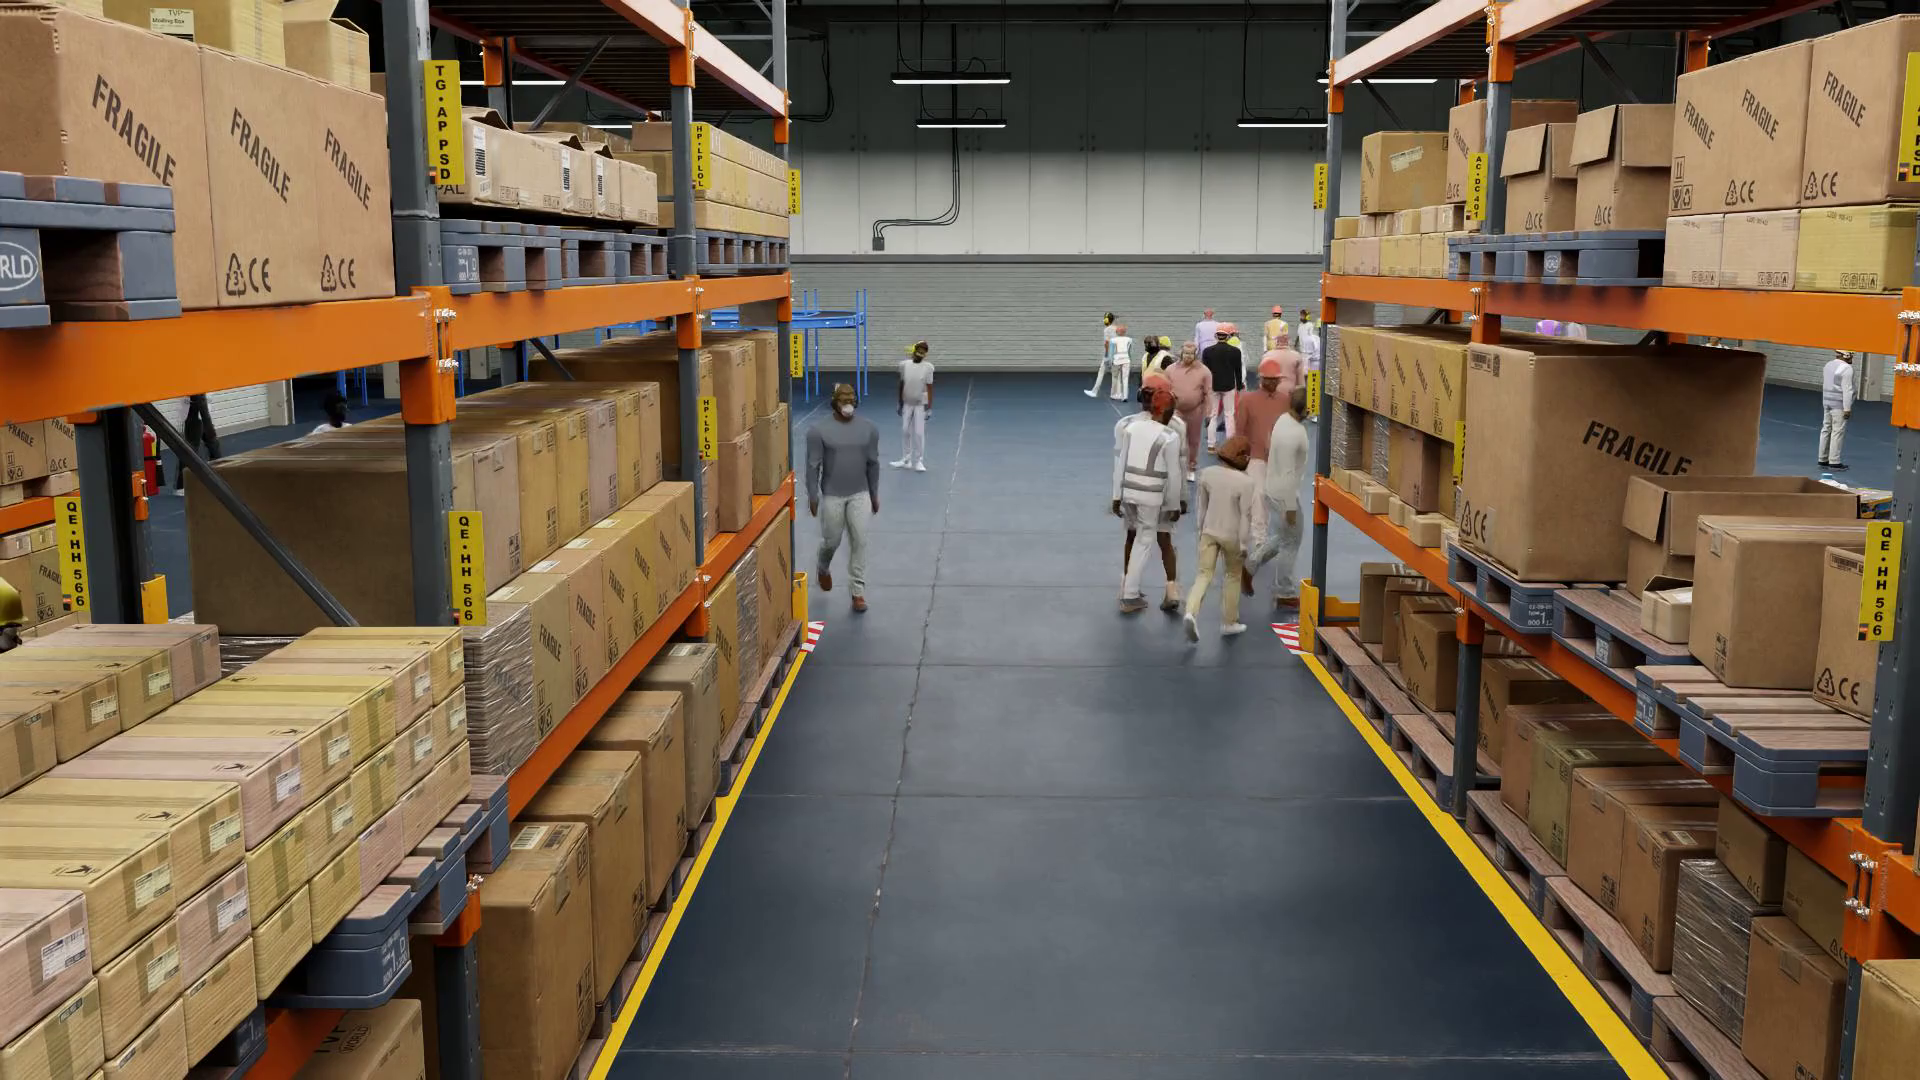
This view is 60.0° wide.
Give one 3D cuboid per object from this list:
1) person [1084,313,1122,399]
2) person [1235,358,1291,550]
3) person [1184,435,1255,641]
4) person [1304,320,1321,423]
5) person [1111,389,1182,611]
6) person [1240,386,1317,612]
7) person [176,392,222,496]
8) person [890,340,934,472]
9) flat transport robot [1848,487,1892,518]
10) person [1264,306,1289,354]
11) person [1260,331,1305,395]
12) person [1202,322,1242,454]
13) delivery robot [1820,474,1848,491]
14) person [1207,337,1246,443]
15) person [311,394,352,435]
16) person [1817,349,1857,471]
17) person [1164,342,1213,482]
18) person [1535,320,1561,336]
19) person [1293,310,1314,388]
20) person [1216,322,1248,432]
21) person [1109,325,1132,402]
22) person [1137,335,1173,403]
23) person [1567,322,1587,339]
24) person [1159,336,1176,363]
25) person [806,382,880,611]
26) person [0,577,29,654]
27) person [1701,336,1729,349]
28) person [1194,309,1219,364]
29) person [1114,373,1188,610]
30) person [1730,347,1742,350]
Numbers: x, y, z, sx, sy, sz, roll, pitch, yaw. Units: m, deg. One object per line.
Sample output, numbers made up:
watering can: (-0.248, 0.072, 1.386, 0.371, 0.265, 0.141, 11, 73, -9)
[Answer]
person: (3.108, -3.939, 35.585, 0.872, 1.830, 0.563, 7, 12, 37)
person: (3.060, -0.811, 16.437, 0.637, 1.949, 0.953, -1, 10, -6)
person: (1.991, -0.015, 12.769, 0.533, 1.587, 0.762, 7, 12, 38)
person: (6.553, -3.031, 29.890, 0.622, 1.900, 0.749, -5, 11, -26)
person: (1.582, -0.337, 13.904, 0.567, 1.856, 0.611, -8, 12, -38)
person: (2.644, -0.346, 13.824, 0.618, 1.904, 0.684, 2, 10, 9)
person: (-9.413, -1.484, 20.750, 0.870, 1.871, 0.606, -2, 10, -14)
person: (-0.680, -1.877, 23.236, 0.687, 1.829, 0.433, 4, 10, 23)
flat transport robot: (10.518, -0.442, 19.411, 1.431, 0.197, 0.652, -8, 12, -38)
person: (7.293, -4.401, 38.103, 0.574, 1.897, 0.886, 6, 11, 31)
person: (4.850, -2.211, 25.119, 0.682, 1.872, 0.782, 4, 10, 24)
person: (3.981, -2.307, 25.302, 0.621, 1.992, 0.397, 2, 10, 14)
delivery robot: (9.694, -0.499, 18.623, 0.477, 0.478, 0.707, 7, 12, 37)
person: (4.329, -2.400, 26.710, 0.556, 1.722, 0.948, -5, 11, -28)
person: (-5.911, -0.573, 15.932, 0.860, 1.644, 0.551, 5, 11, 27)
person: (12.342, -1.897, 23.366, 0.403, 1.824, 0.596, 0, 9, -3)
person: (2.967, -1.650, 21.785, 0.667, 1.847, 0.992, 2, 10, 10)
person: (13.310, -4.352, 37.707, 0.552, 1.942, 0.342, 3, 10, 16)
person: (7.663, -4.259, 37.471, 0.844, 1.832, 0.536, -3, 10, -16)
person: (4.867, -2.800, 28.610, 0.954, 1.889, 0.579, 4, 10, 20)
person: (3.372, -3.706, 34.905, 0.494, 1.587, 0.900, -1, 9, -4)
person: (3.043, -2.300, 25.909, 0.983, 1.785, 0.635, -6, 11, -31)
person: (14.097, -4.296, 37.851, 0.648, 1.784, 0.957, -8, 12, -40)
person: (3.193, -2.394, 26.636, 0.534, 1.738, 0.848, 8, 12, 38)
person: (-1.004, -0.392, 14.097, 0.635, 1.921, 0.738, -3, 10, -18)
person: (-3.328, 1.029, 5.820, 0.587, 1.828, 0.404, 0, 9, 2)
person: (12.461, -2.617, 27.604, 0.507, 1.846, 0.336, 5, 11, 26)
person: (5.601, -4.265, 37.448, 0.670, 1.862, 0.988, 0, 9, 2)
person: (1.617, -0.421, 14.072, 0.647, 1.986, 0.941, 0, 9, 0)
person: (11.760, -2.127, 25.361, 0.506, 1.618, 0.504, -6, 11, -30)
